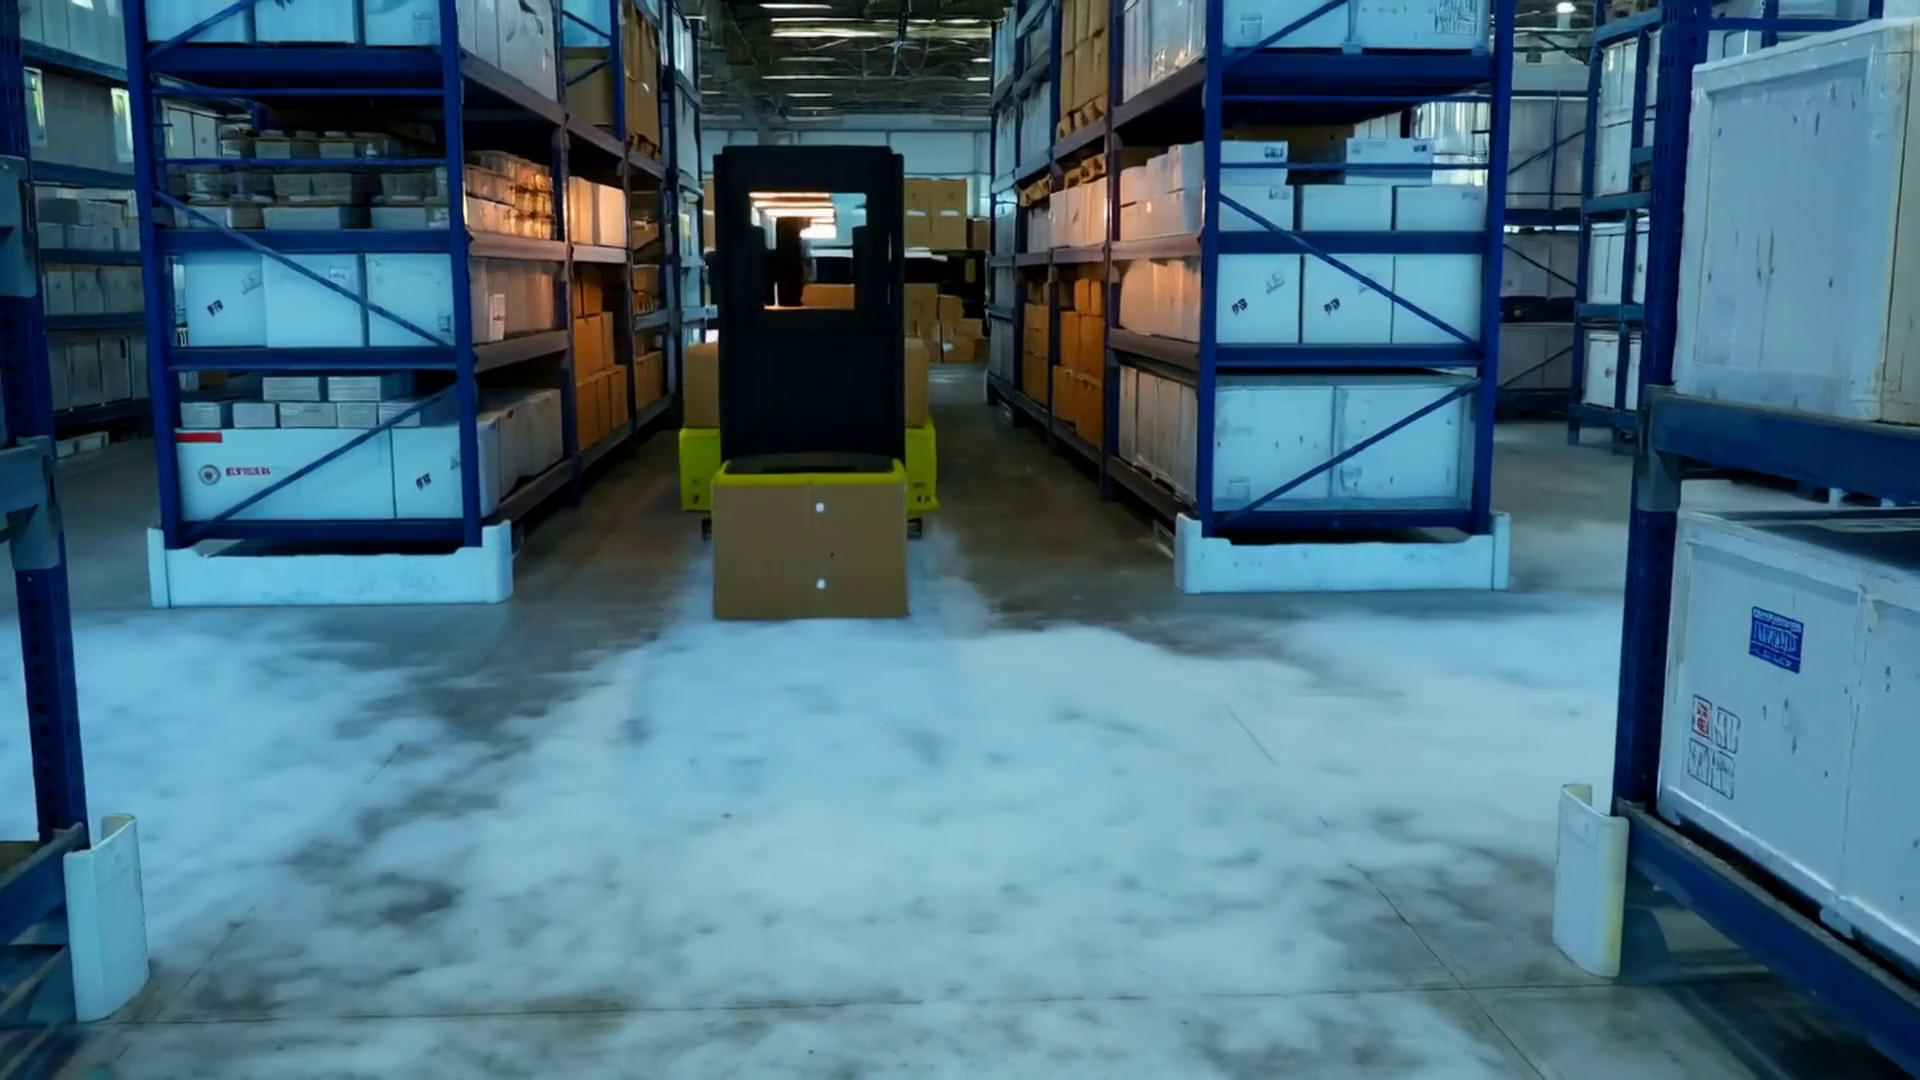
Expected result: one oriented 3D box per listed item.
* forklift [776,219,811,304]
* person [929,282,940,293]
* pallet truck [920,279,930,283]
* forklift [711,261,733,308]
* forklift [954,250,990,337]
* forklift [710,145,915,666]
[{"bbox_3d":[-2.185,-2.767,21.707,1.873,2.768,1.129,-1,9,-4],"label":"forklift"},{"bbox_3d":[-0.877,-6.826,50.196,0.627,1.913,0.603,-4,10,-23],"label":"person"},{"bbox_3d":[-0.932,-8.922,63.114,1.885,1.965,0.823,2,9,13],"label":"pallet truck"},{"bbox_3d":[-8.368,-8.713,59.038,1.129,2.768,1.873,-1,9,-4],"label":"forklift"},{"bbox_3d":[0.279,-6.743,46.671,1.129,2.768,1.873,7,11,37],"label":"forklift"},{"bbox_3d":[-0.845,-0.815,9.445,1.129,2.768,1.873,-1,9,-4],"label":"forklift"}]
